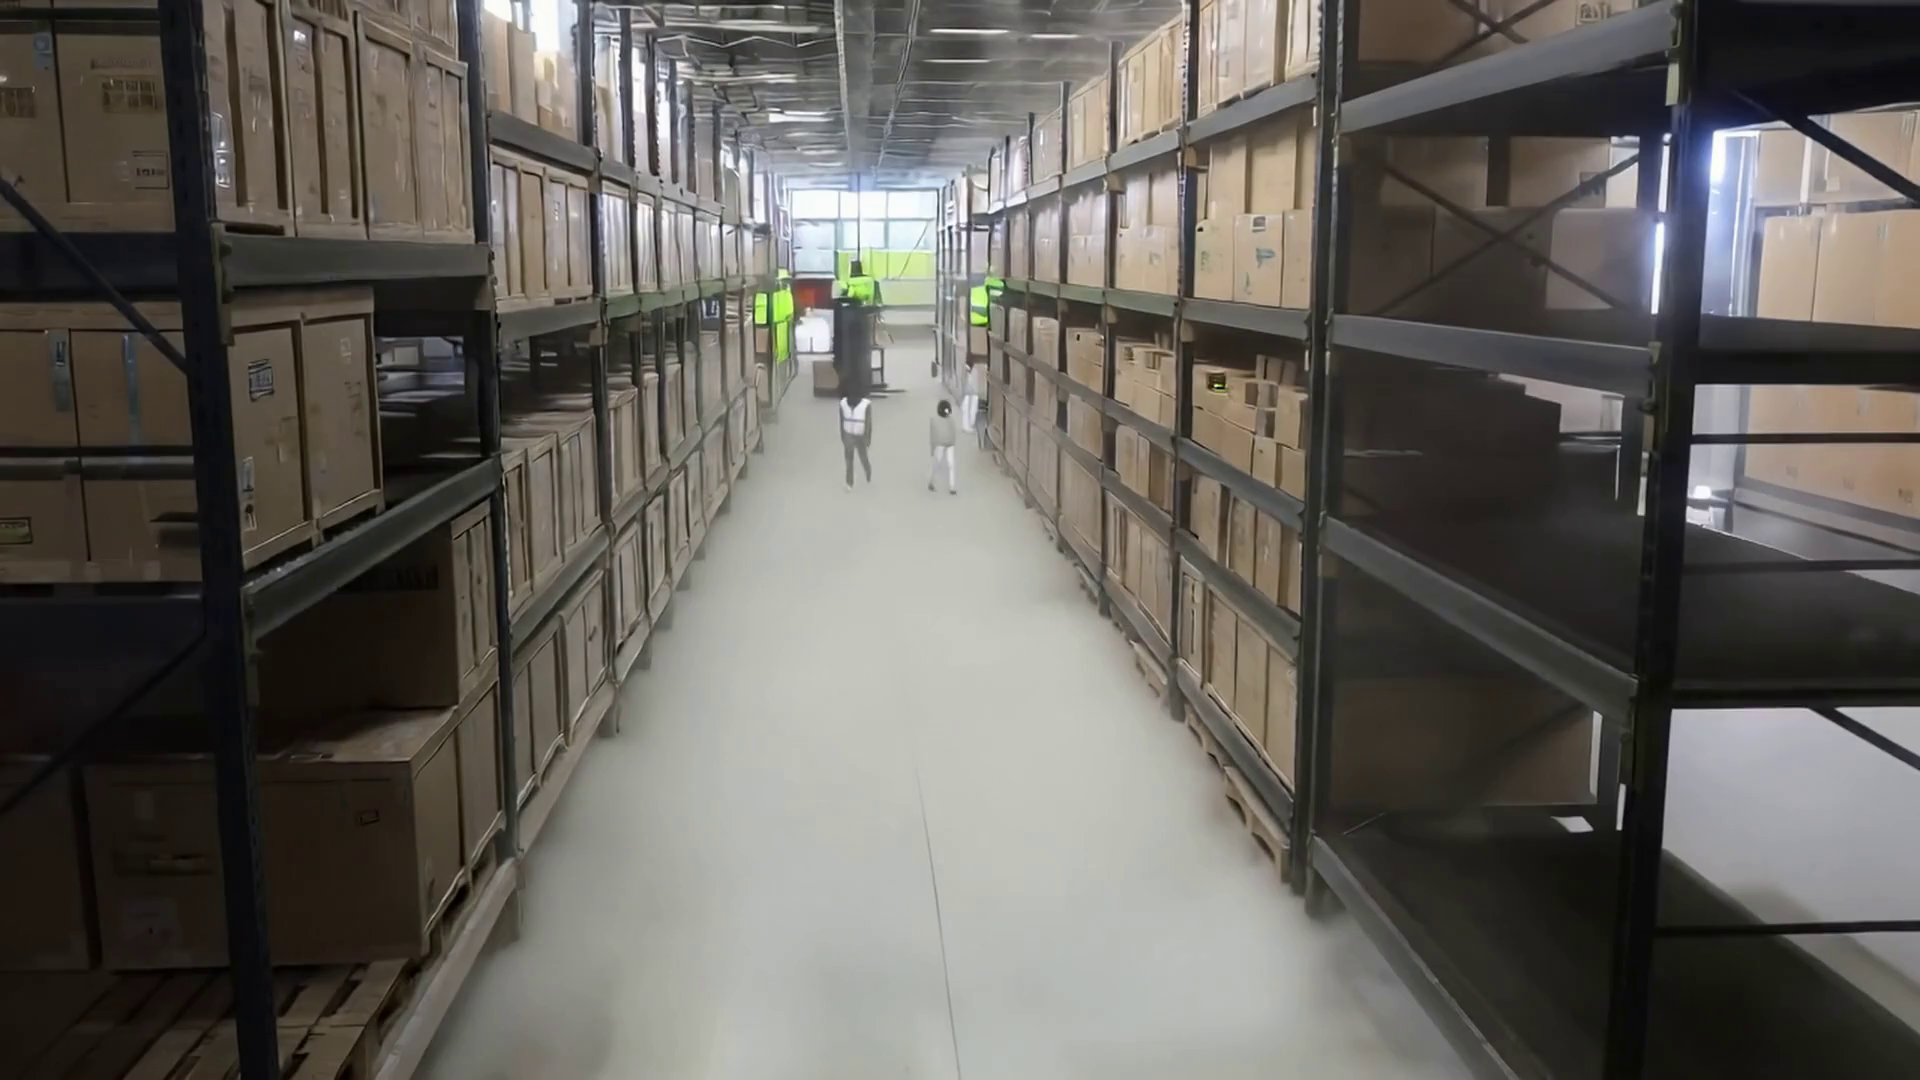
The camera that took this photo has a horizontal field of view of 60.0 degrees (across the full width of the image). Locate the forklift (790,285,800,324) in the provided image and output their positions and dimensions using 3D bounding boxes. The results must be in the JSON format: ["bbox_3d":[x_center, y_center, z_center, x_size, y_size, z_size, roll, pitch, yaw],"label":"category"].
[{"bbox_3d":[-7.607,-10.009,74.257,1.129,2.768,1.873,5,11,30],"label":"forklift"}]

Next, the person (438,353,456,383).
[{"bbox_3d":[-10.921,-3.085,35.850,0.663,1.881,0.664,-5,11,-27],"label":"person"}]

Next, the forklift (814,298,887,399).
[{"bbox_3d":[-3.107,-5.322,46.255,1.873,2.768,1.129,8,13,41],"label":"forklift"}]

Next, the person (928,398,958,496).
[{"bbox_3d":[-0.294,-1.560,27.603,0.502,1.605,0.806,-5,11,-28],"label":"person"}]

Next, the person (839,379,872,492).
[{"bbox_3d":[-1.734,-1.787,28.113,0.607,1.888,0.859,3,10,15],"label":"person"}]

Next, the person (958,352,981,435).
[{"bbox_3d":[0.235,-3.282,37.182,0.430,1.841,0.624,9,13,42],"label":"person"}]

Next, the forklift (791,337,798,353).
[{"bbox_3d":[-6.850,-7.573,59.707,1.873,2.768,1.129,-5,11,-30],"label":"forklift"}]
